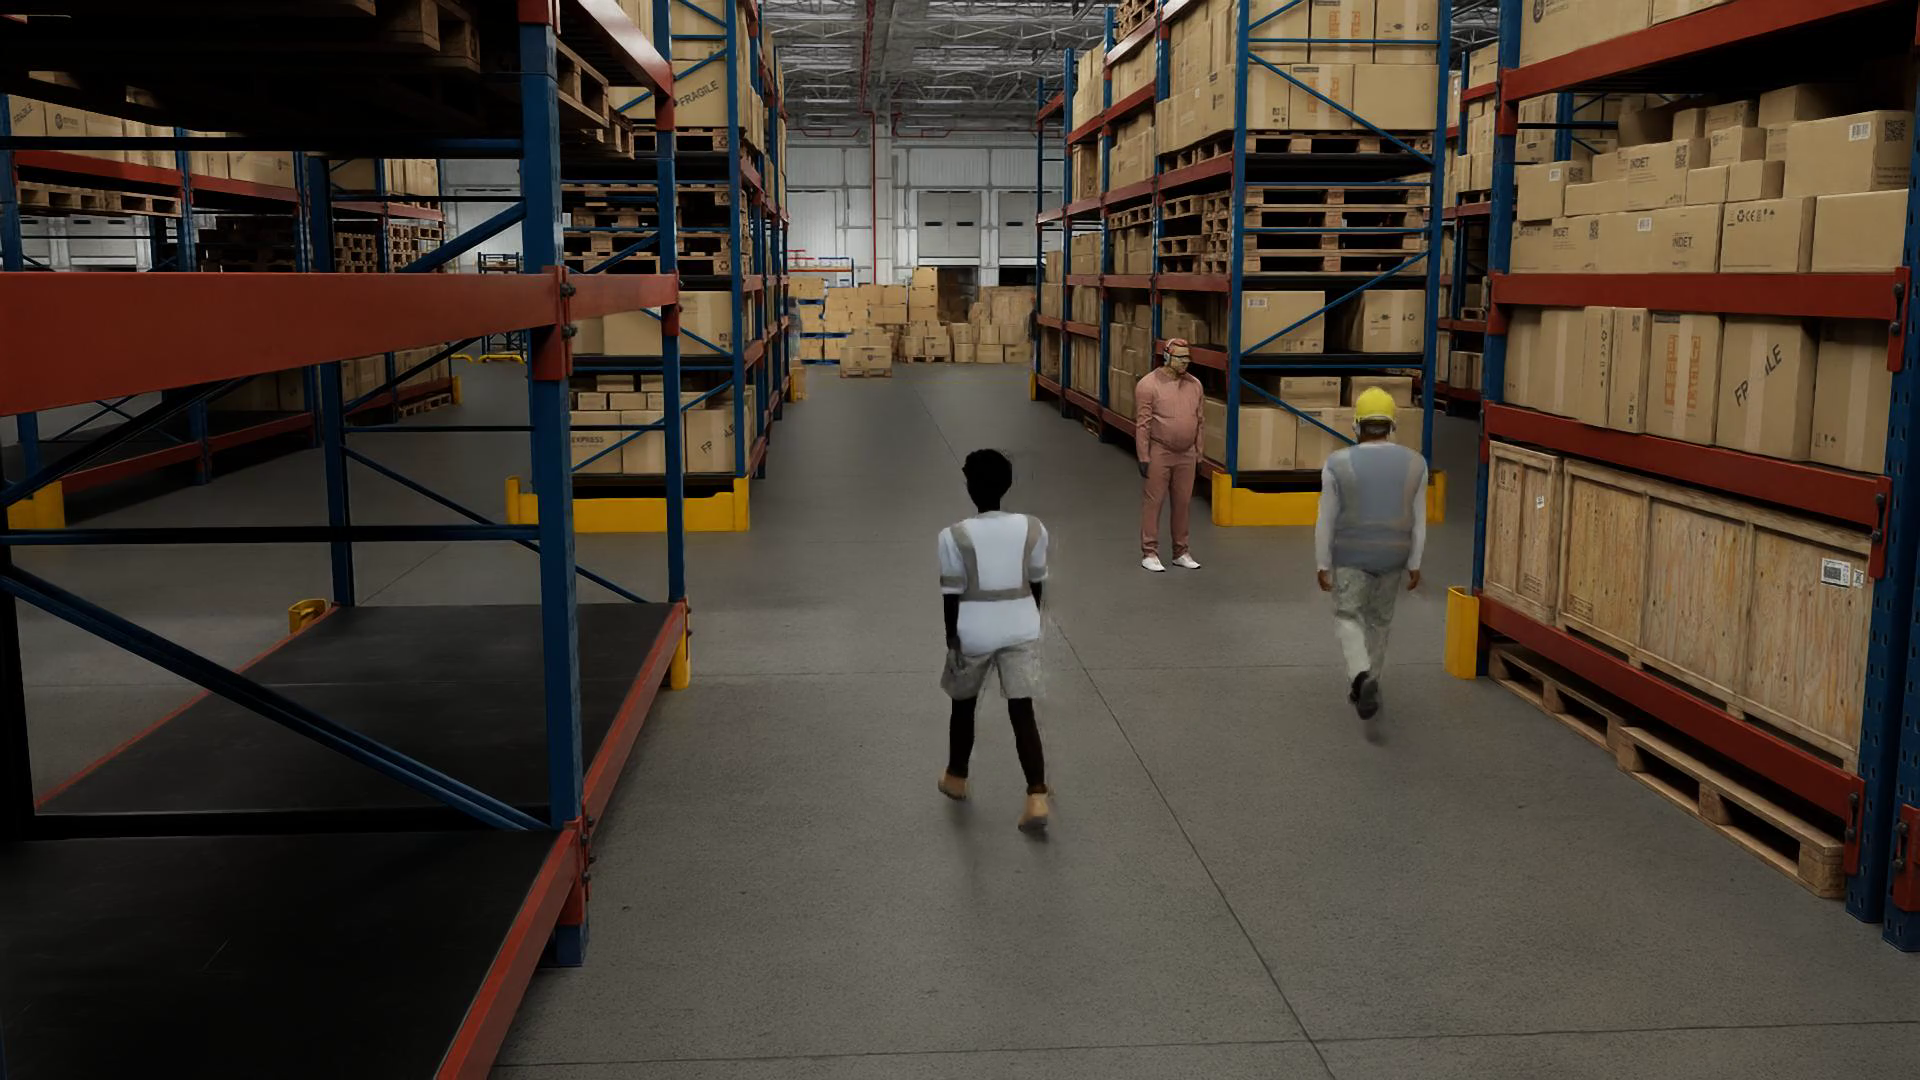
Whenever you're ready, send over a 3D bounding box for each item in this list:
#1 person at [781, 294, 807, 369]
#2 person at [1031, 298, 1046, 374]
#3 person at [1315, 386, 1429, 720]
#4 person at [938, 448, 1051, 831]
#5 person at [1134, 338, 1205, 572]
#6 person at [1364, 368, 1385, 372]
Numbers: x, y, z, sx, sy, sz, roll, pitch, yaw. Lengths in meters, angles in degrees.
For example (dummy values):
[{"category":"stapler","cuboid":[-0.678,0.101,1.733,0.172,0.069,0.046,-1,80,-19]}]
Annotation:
[{"category":"person","cuboid":[-4.330,-5.317,42.533,0.809,1.920,0.627,3,10,18]},{"category":"person","cuboid":[1.839,-4.639,38.071,0.440,1.973,0.655,-5,10,-28]},{"category":"person","cuboid":[2.212,0.087,8.930,0.598,1.814,0.673,0,9,-1]},{"category":"person","cuboid":[0.163,0.421,7.308,0.533,1.655,0.876,-3,9,-17]},{"category":"person","cuboid":[1.730,-0.690,13.548,0.642,1.900,0.400,-4,10,-25]},{"category":"person","cuboid":[6.622,-2.735,26.554,0.429,1.846,0.627,5,10,28]}]
